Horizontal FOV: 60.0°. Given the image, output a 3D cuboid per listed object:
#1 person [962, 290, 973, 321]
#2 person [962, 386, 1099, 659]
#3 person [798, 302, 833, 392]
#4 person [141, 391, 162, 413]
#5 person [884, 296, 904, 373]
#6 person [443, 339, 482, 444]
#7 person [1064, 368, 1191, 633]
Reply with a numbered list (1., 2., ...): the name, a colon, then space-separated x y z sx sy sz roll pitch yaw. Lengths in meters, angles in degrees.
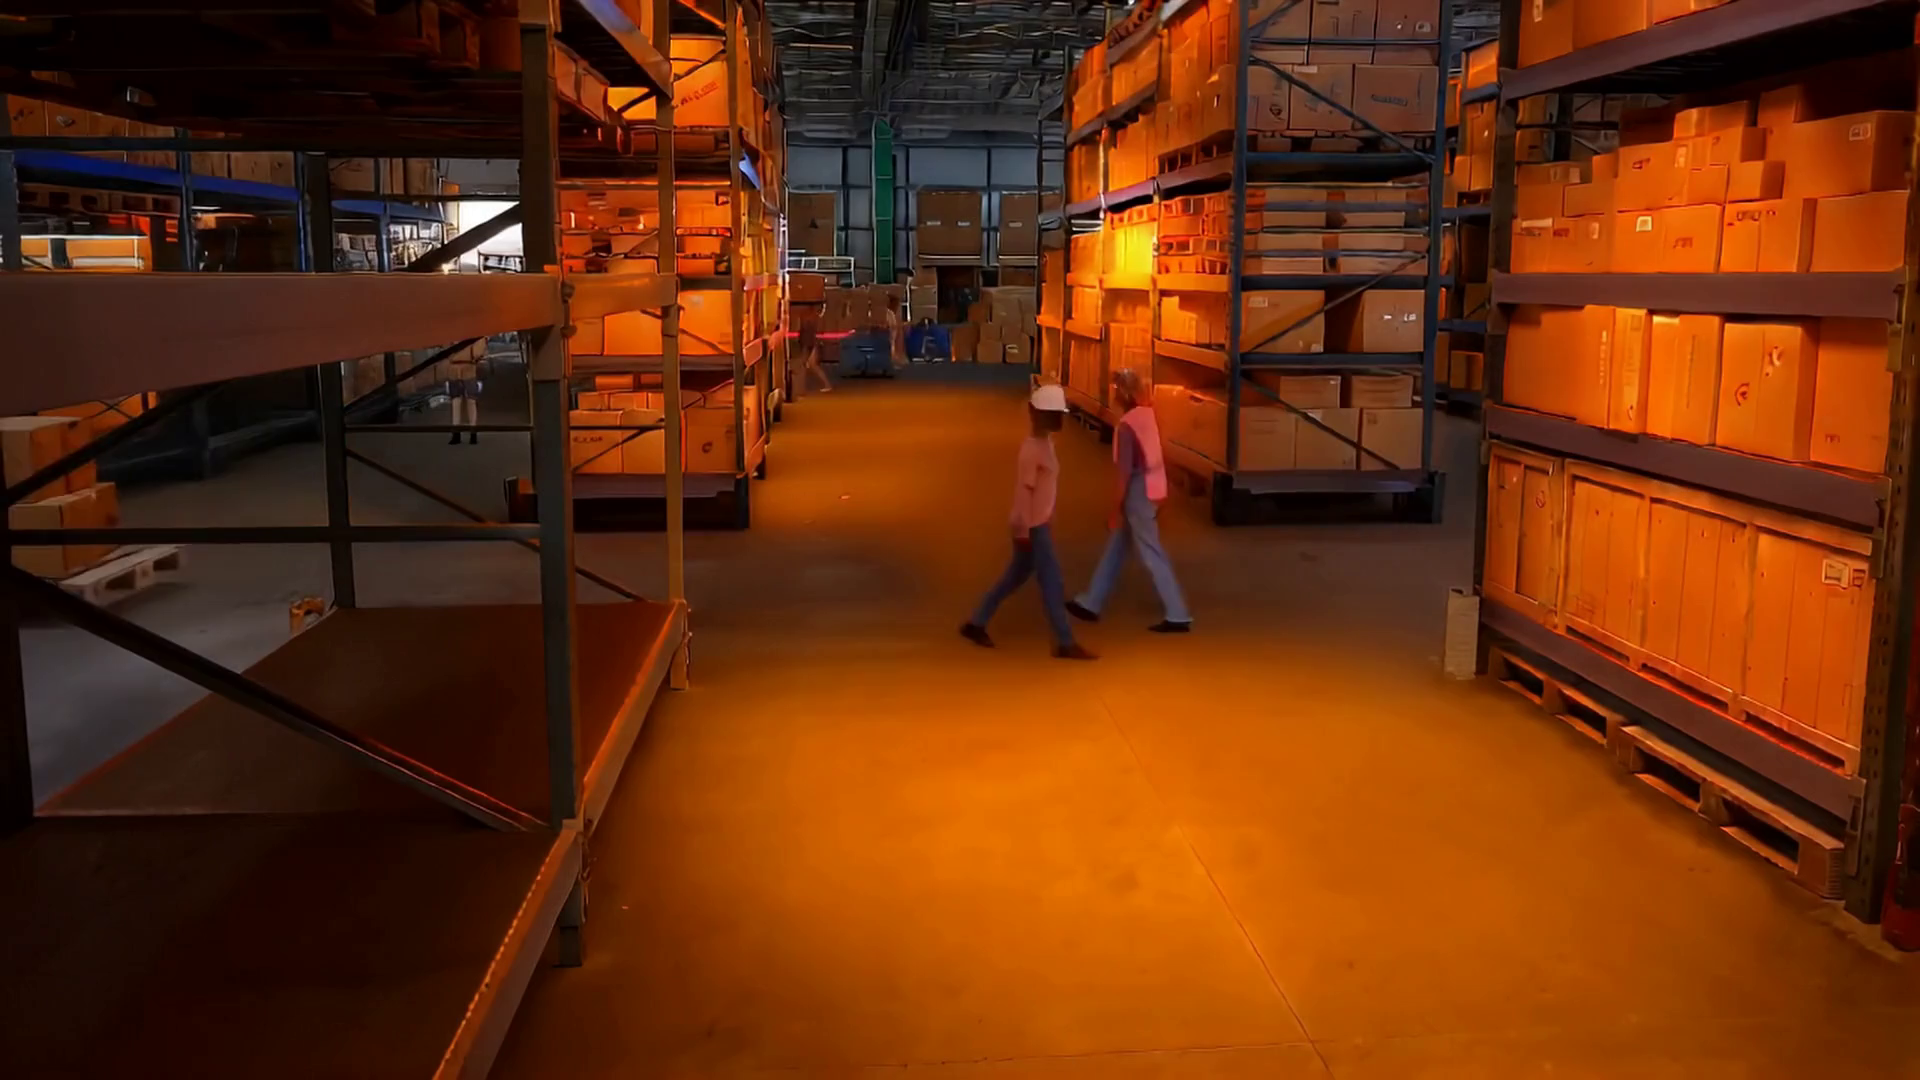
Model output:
1. person: 0.335 -7.887 58.755 0.999 1.900 0.644 -1 9 -7
2. person: 0.423 -0.118 10.539 0.903 1.722 0.530 2 9 15
3. person: -3.064 -3.939 34.067 0.976 1.865 0.657 -1 9 -4
4. person: -13.386 -2.806 27.468 0.532 1.693 0.319 -5 10 -30
5. person: -1.670 -5.039 40.840 0.494 1.901 0.611 4 10 22
6. person: -7.070 -2.313 23.637 0.543 1.928 0.373 -1 9 -5
7. person: 1.139 -0.267 11.249 0.982 1.778 0.595 3 9 17
